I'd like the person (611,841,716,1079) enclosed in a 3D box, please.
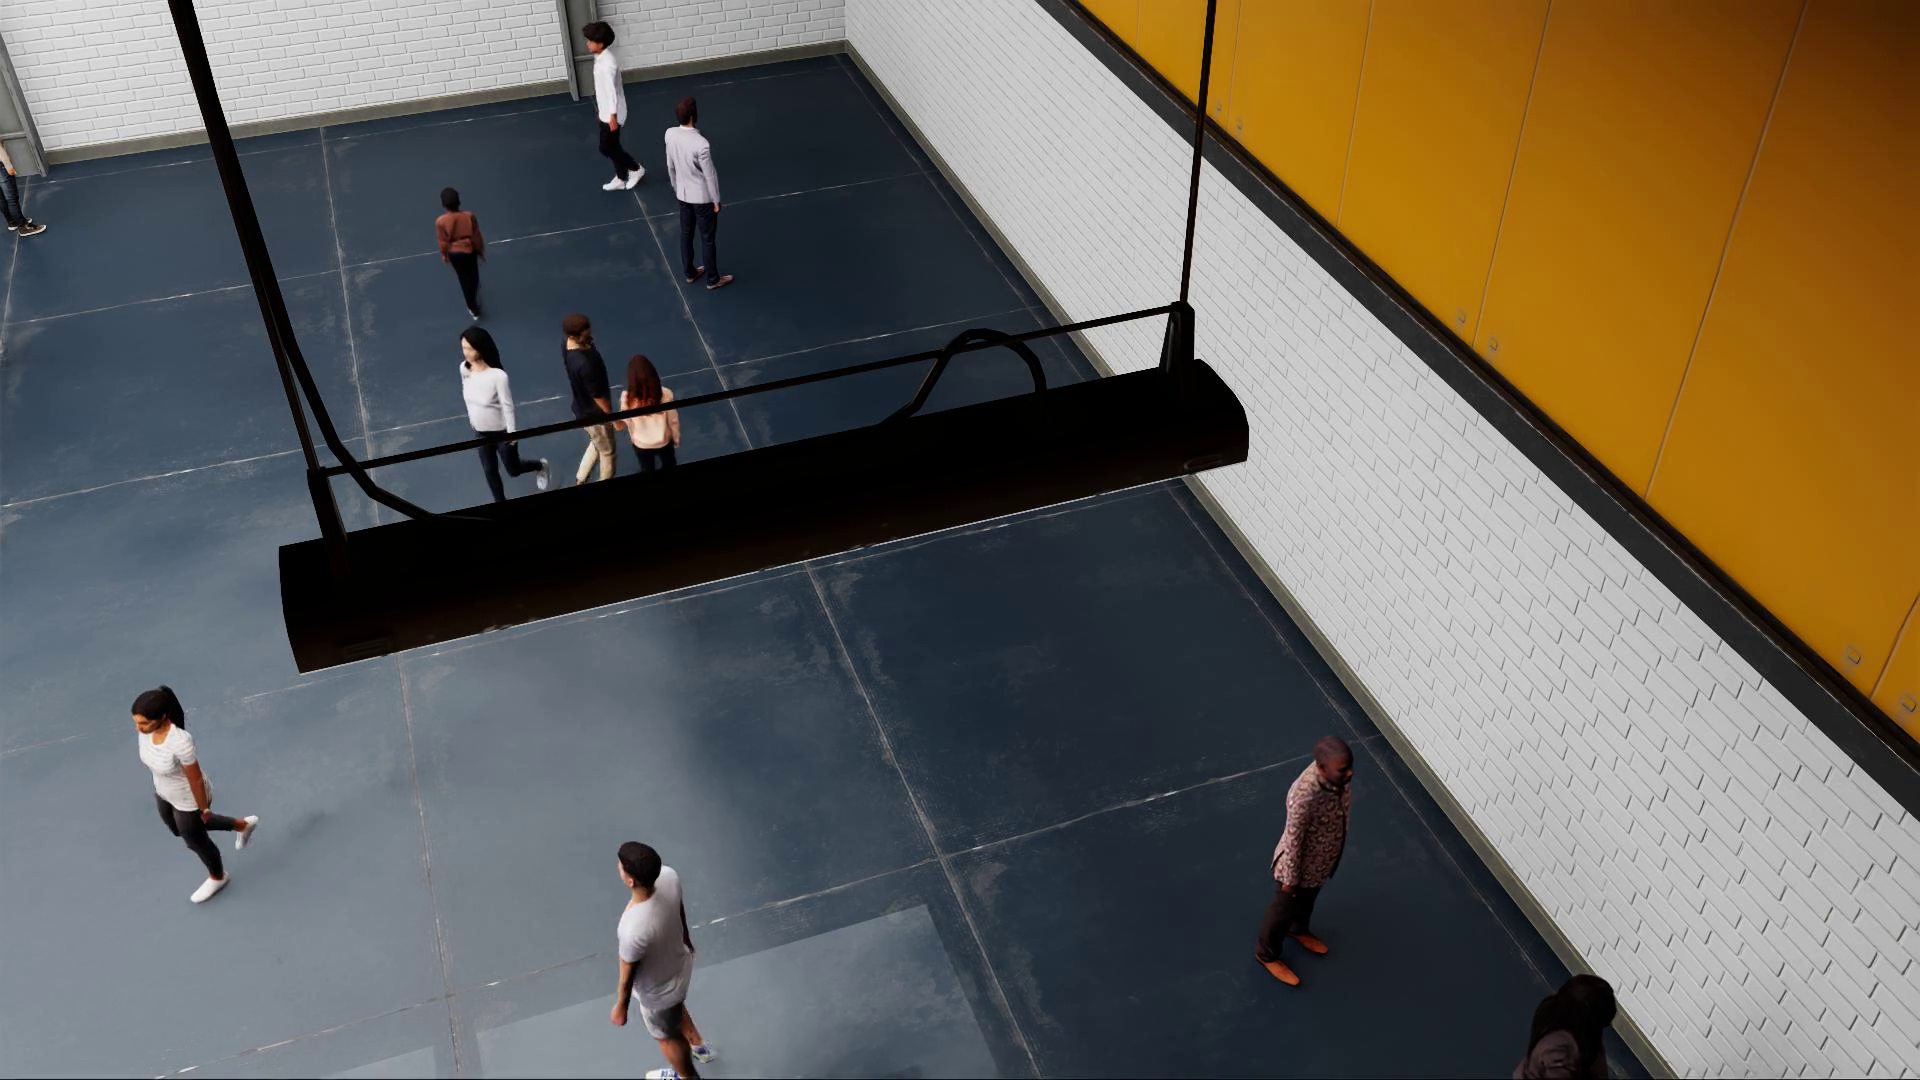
[{"bbox_3d":[-1.452,2.251,8.565,0.852,1.837,0.834,6,39,8],"label":"person"}]

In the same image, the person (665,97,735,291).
[{"bbox_3d":[-2.454,-3.210,15.391,0.763,1.852,0.789,22,43,25],"label":"person"}]

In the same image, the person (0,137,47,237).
[{"bbox_3d":[-9.449,-3.694,16.307,0.626,1.465,0.648,28,46,30],"label":"person"}]

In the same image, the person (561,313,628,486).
[{"bbox_3d":[-2.817,-0.930,12.562,0.799,1.819,0.776,-27,46,-30],"label":"person"}]

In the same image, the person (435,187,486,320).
[{"bbox_3d":[-4.510,-2.579,15.095,0.751,1.235,0.621,-15,41,-18],"label":"person"}]

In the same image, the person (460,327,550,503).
[{"bbox_3d":[-3.473,-0.900,12.632,0.943,1.686,1.002,16,41,19],"label":"person"}]

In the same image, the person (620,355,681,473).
[{"bbox_3d":[-2.350,-0.734,12.597,0.582,1.469,0.684,-1,39,-1],"label":"person"}]

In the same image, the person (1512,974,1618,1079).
[{"bbox_3d":[2.789,2.704,7.996,0.777,1.838,0.750,9,39,11],"label":"person"}]

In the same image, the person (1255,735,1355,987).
[{"bbox_3d":[1.928,1.726,9.249,0.828,1.803,0.713,27,46,30],"label":"person"}]

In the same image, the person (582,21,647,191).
[{"bbox_3d":[-3.472,-4.391,16.912,0.660,1.799,0.639,-13,40,-16],"label":"person"}]

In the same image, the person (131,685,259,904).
[{"bbox_3d":[-4.471,1.436,9.755,0.811,1.624,0.907,25,45,28],"label":"person"}]
